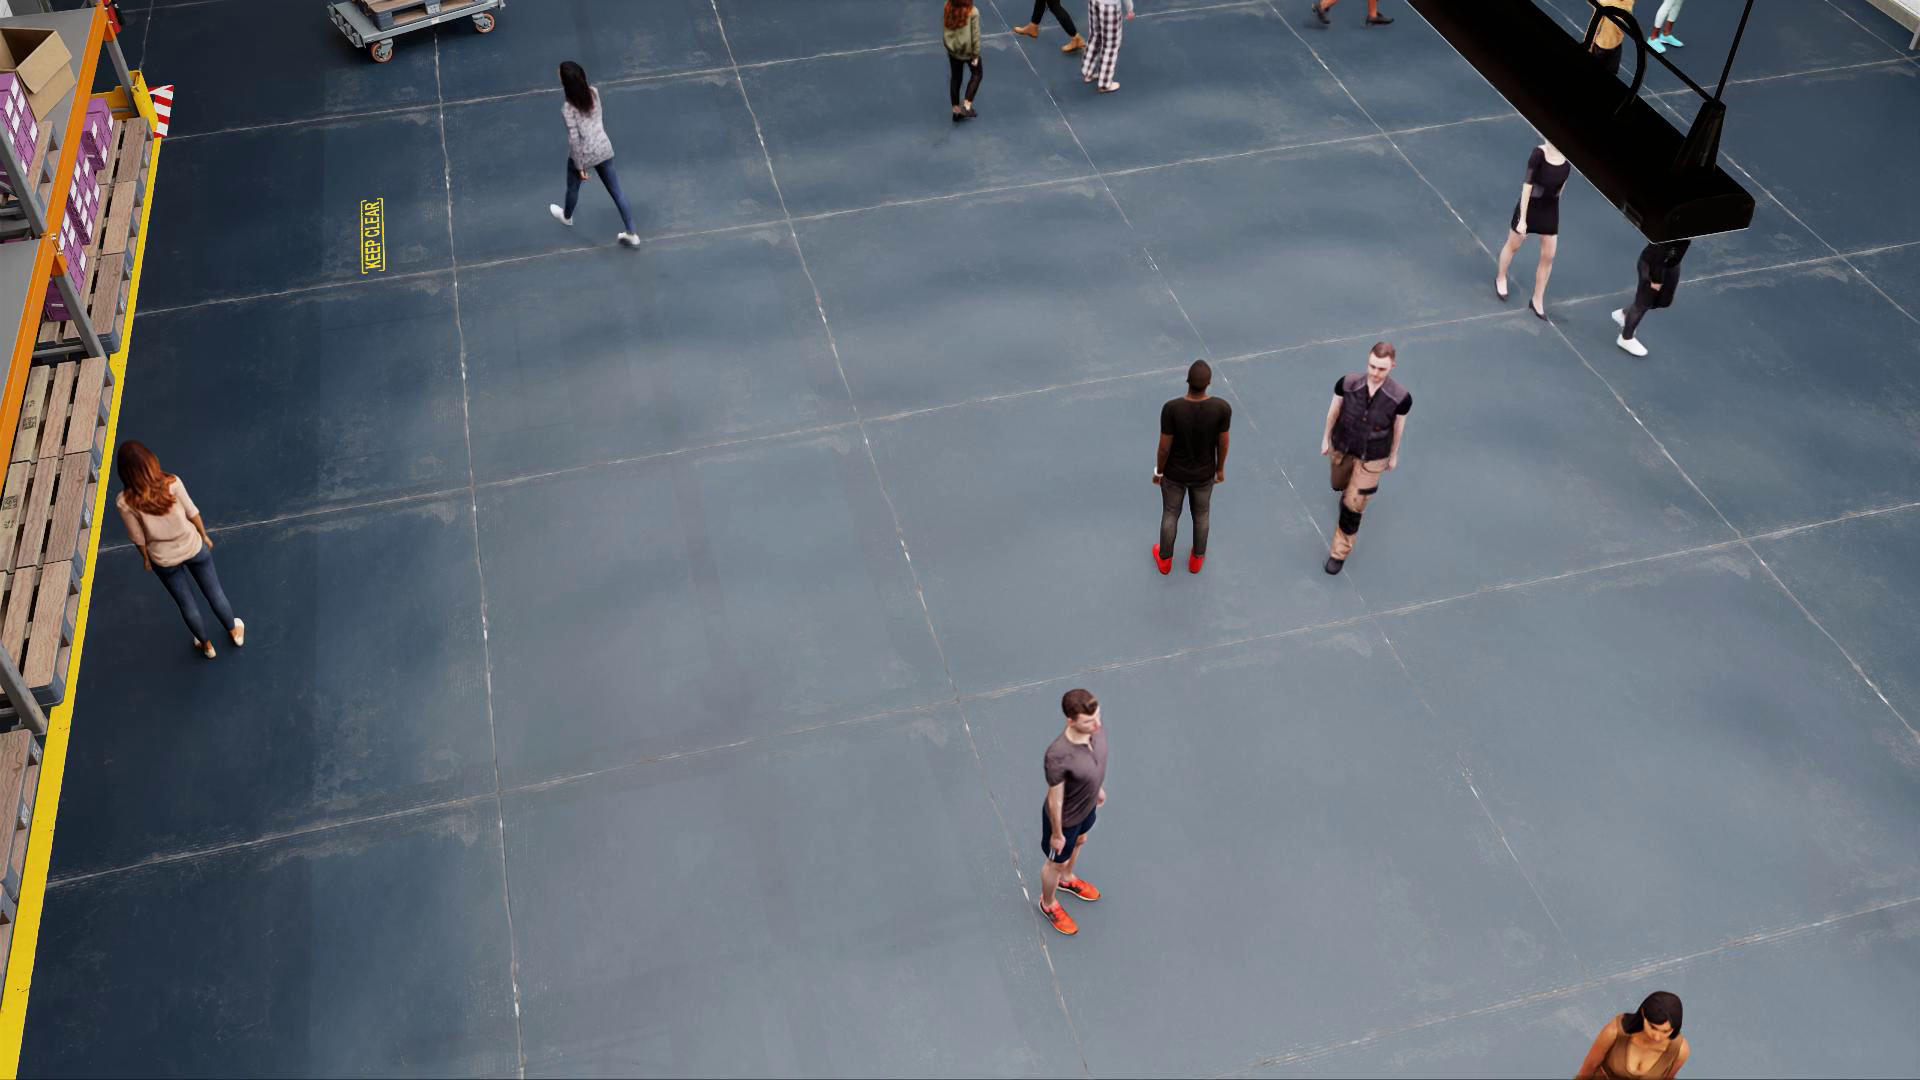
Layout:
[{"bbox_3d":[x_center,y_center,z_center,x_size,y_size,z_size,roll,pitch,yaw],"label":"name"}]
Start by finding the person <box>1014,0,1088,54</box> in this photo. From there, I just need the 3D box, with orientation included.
[{"bbox_3d":[1.009,-5.801,17.044,1.144,1.673,1.120,19,47,19],"label":"person"}]

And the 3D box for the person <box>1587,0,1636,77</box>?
[{"bbox_3d":[6.127,-4.733,15.953,0.676,1.633,1.081,-14,45,-15],"label":"person"}]

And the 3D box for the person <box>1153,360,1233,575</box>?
[{"bbox_3d":[1.568,-0.484,11.368,0.693,1.805,0.618,0,44,0],"label":"person"}]

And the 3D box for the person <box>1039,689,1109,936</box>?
[{"bbox_3d":[0.622,1.479,9.273,0.768,1.854,0.728,25,49,24],"label":"person"}]

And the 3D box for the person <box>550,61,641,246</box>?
[{"bbox_3d":[-3.131,-3.302,14.418,1.249,1.678,1.085,30,51,27],"label":"person"}]

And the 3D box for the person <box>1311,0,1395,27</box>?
[{"bbox_3d":[4.185,-6.186,17.379,0.947,1.770,1.147,5,44,5],"label":"person"}]

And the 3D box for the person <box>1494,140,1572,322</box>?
[{"bbox_3d":[4.705,-2.754,13.747,0.618,1.809,0.859,-8,44,-8],"label":"person"}]

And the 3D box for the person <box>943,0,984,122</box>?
[{"bbox_3d":[-0.015,-4.699,16.037,0.680,1.468,0.738,21,48,21],"label":"person"}]

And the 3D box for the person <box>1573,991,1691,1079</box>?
[{"bbox_3d":[3.202,2.690,8.120,0.643,1.690,0.660,11,45,11],"label":"person"}]

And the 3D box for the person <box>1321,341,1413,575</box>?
[{"bbox_3d":[2.809,-0.682,11.570,1.153,1.813,1.217,22,48,21],"label":"person"}]

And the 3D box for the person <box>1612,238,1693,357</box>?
[{"bbox_3d":[5.484,-2.216,13.285,0.745,1.668,0.793,-34,53,-30],"label":"person"}]

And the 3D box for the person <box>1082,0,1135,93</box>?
[{"bbox_3d":[1.431,-5.300,16.398,0.791,1.840,0.622,-28,50,-26],"label":"person"}]

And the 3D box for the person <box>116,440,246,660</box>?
[{"bbox_3d":[-5.078,0.075,10.790,0.647,1.792,0.619,-23,48,-22],"label":"person"}]
